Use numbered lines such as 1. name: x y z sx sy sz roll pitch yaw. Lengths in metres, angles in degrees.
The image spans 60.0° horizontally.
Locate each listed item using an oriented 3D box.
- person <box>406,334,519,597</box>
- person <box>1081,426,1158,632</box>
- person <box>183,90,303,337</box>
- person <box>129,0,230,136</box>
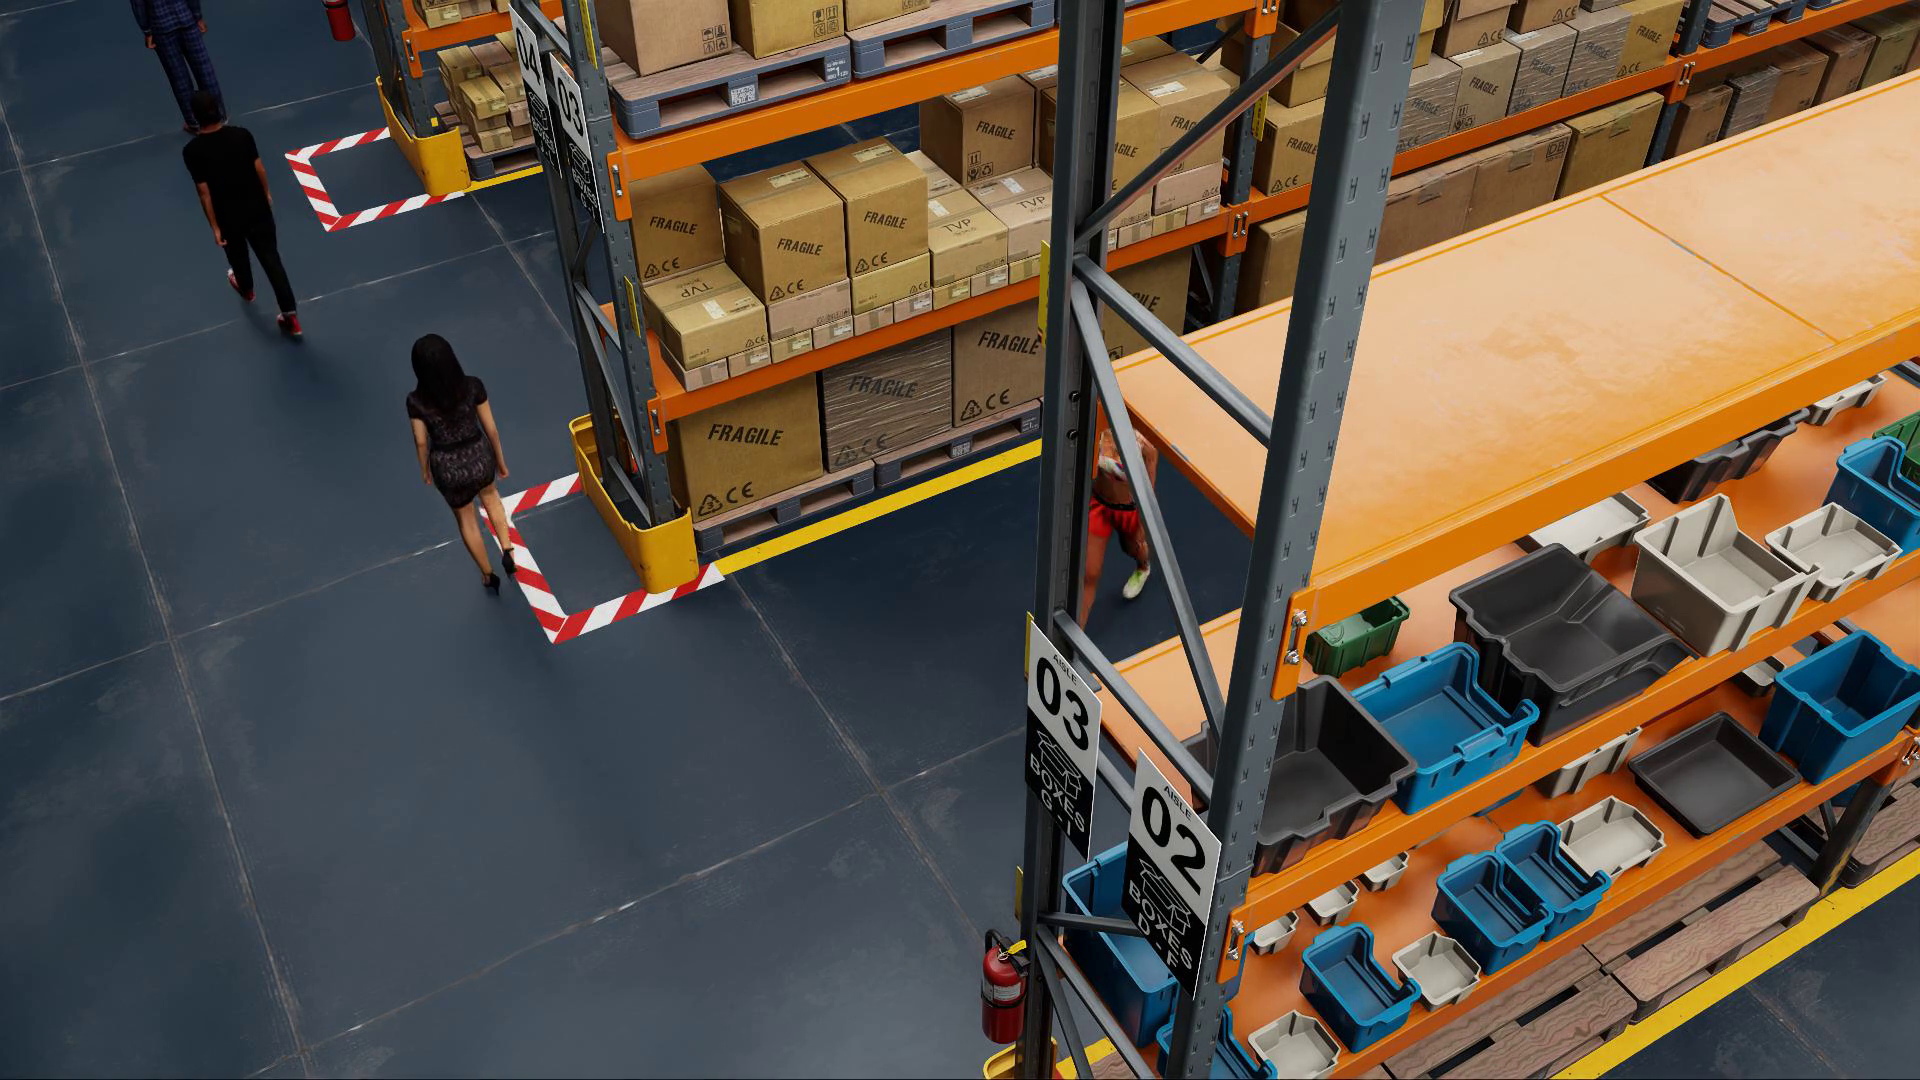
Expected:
1. person: -2.712 -0.328 9.157 0.510 1.782 0.651 -23 48 -23
2. person: 0.909 -0.192 9.044 0.974 1.737 1.249 23 48 22
3. person: -4.769 -2.133 11.139 1.095 1.716 0.828 -30 51 -28
4. person: -6.247 -4.095 13.161 0.555 1.824 0.748 -27 49 -26
